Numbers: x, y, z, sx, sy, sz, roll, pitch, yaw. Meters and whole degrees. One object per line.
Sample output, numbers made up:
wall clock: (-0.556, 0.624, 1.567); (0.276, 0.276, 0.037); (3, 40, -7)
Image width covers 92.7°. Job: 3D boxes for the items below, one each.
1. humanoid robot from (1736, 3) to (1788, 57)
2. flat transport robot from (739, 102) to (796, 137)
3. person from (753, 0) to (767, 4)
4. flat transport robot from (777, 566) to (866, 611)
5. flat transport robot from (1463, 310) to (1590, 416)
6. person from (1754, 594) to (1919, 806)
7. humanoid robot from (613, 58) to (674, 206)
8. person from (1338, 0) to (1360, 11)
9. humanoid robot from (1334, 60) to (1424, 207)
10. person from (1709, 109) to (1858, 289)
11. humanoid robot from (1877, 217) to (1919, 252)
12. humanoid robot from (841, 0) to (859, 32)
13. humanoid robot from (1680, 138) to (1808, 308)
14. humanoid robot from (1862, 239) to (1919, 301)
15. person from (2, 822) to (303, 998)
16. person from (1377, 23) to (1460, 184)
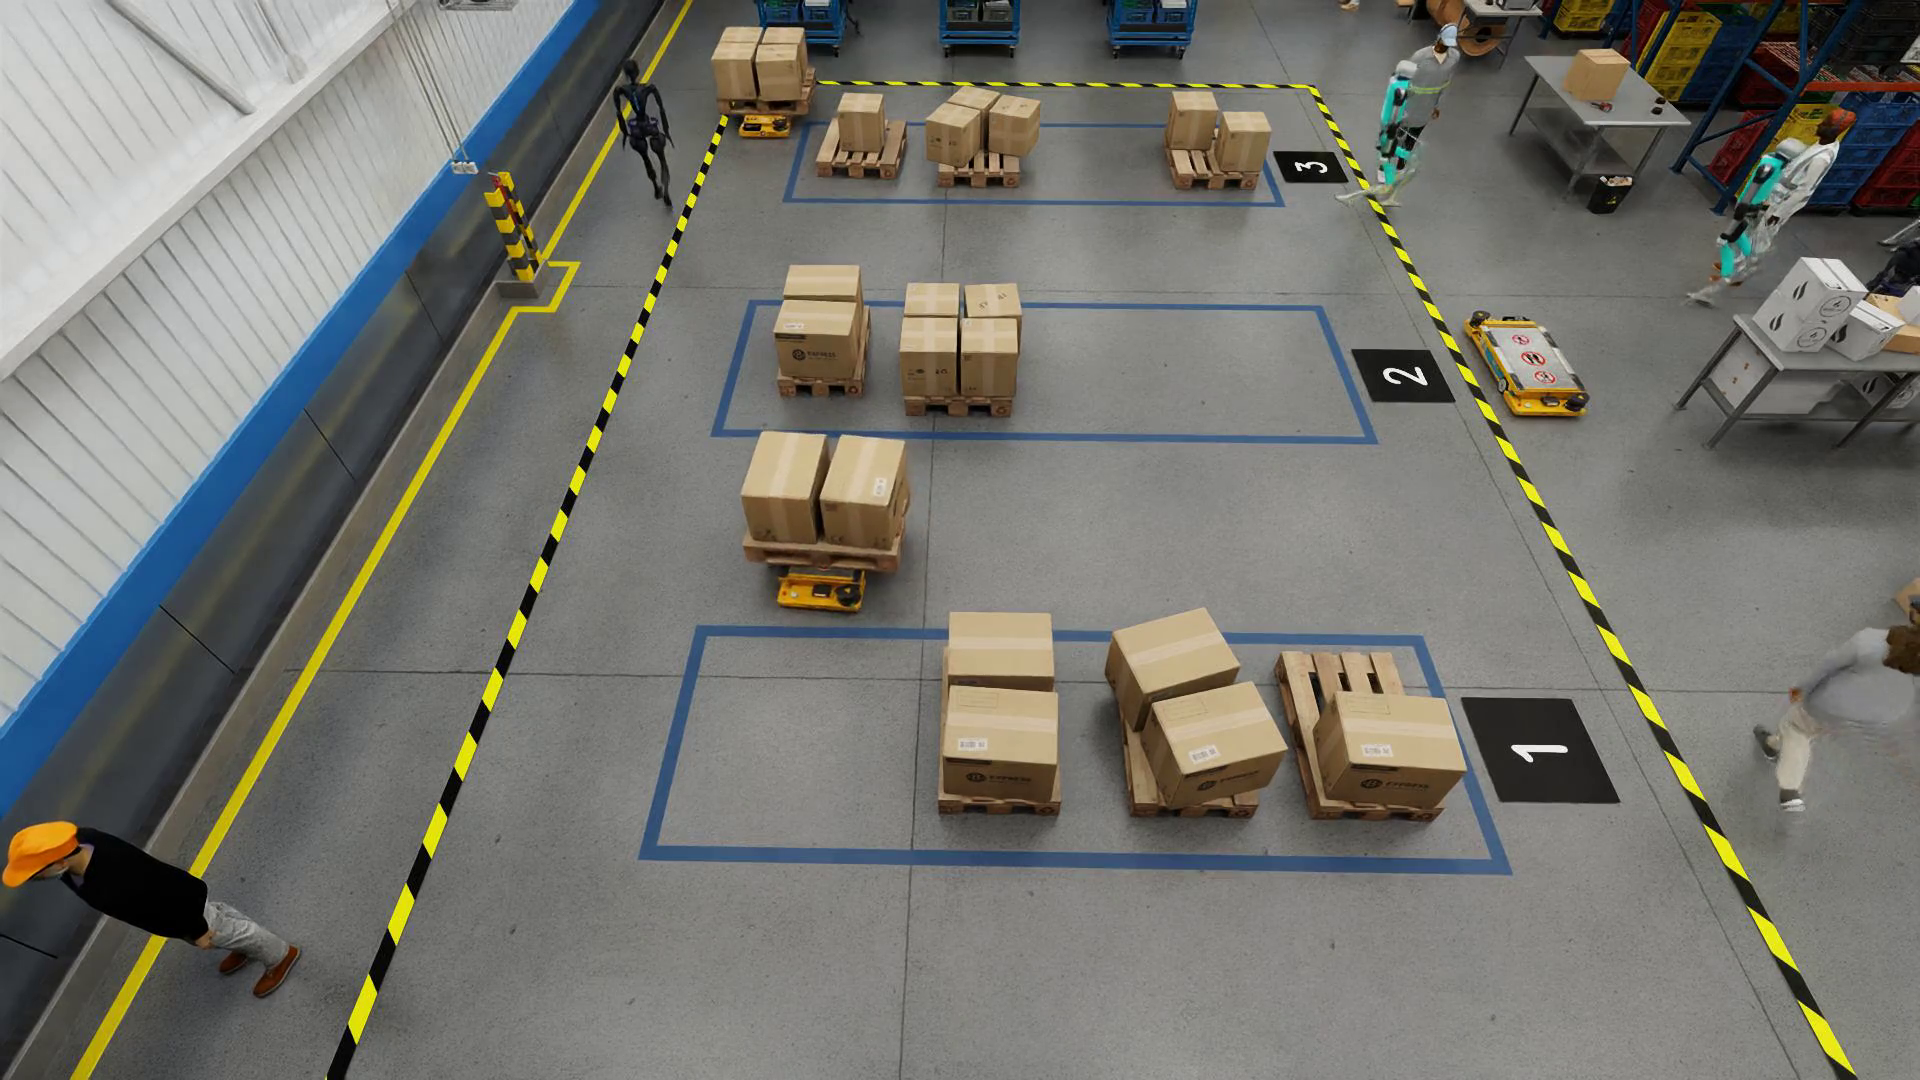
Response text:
humanoid robot: (12.048, -7.898, 13.424); (0.949, 1.775, 0.551); (-8, 50, -7)
flat transport robot: (-2.632, -6.022, 12.728); (0.652, 0.197, 1.431); (1, 49, 1)
person: (-3.359, -9.875, 14.977); (0.373, 1.940, 0.627); (0, 49, 0)
flat transport robot: (-1.046, -0.055, 7.562); (0.652, 0.197, 1.431); (4, 49, 3)
flat transport robot: (5.573, -1.757, 9.054); (0.659, 0.231, 1.431); (1, 49, 1)
person: (5.533, 1.034, 5.675); (0.572, 1.731, 0.711); (11, 50, 10)
humanoid robot: (-3.687, -4.723, 10.702); (0.589, 1.642, 0.573); (-8, 50, -7)
person: (6.564, -9.615, 14.815); (0.430, 1.842, 0.626); (8, 50, 7)
humanoid robot: (5.022, -4.548, 10.502); (1.028, 1.725, 0.546); (9, 50, 8)
person: (8.522, -3.496, 9.492); (0.360, 1.882, 0.572); (29, 55, 23)
humanoid robot: (10.875, -3.918, 9.907); (0.680, 1.736, 0.538); (-3, 49, -3)
humanoid robot: (-1.829, -8.789, 14.214); (0.588, 1.626, 0.608); (24, 53, 20)
humanoid robot: (7.998, -3.075, 9.230); (0.555, 1.805, 0.670); (-34, 57, -26)
humanoid robot: (8.637, -2.253, 8.554); (0.604, 1.644, 0.405); (-6, 49, -5)
person: (-4.158, 1.935, 4.790); (0.590, 1.883, 0.378); (22, 53, 18)
person: (5.521, -5.213, 11.000); (0.587, 1.849, 0.389); (-6, 49, -5)
